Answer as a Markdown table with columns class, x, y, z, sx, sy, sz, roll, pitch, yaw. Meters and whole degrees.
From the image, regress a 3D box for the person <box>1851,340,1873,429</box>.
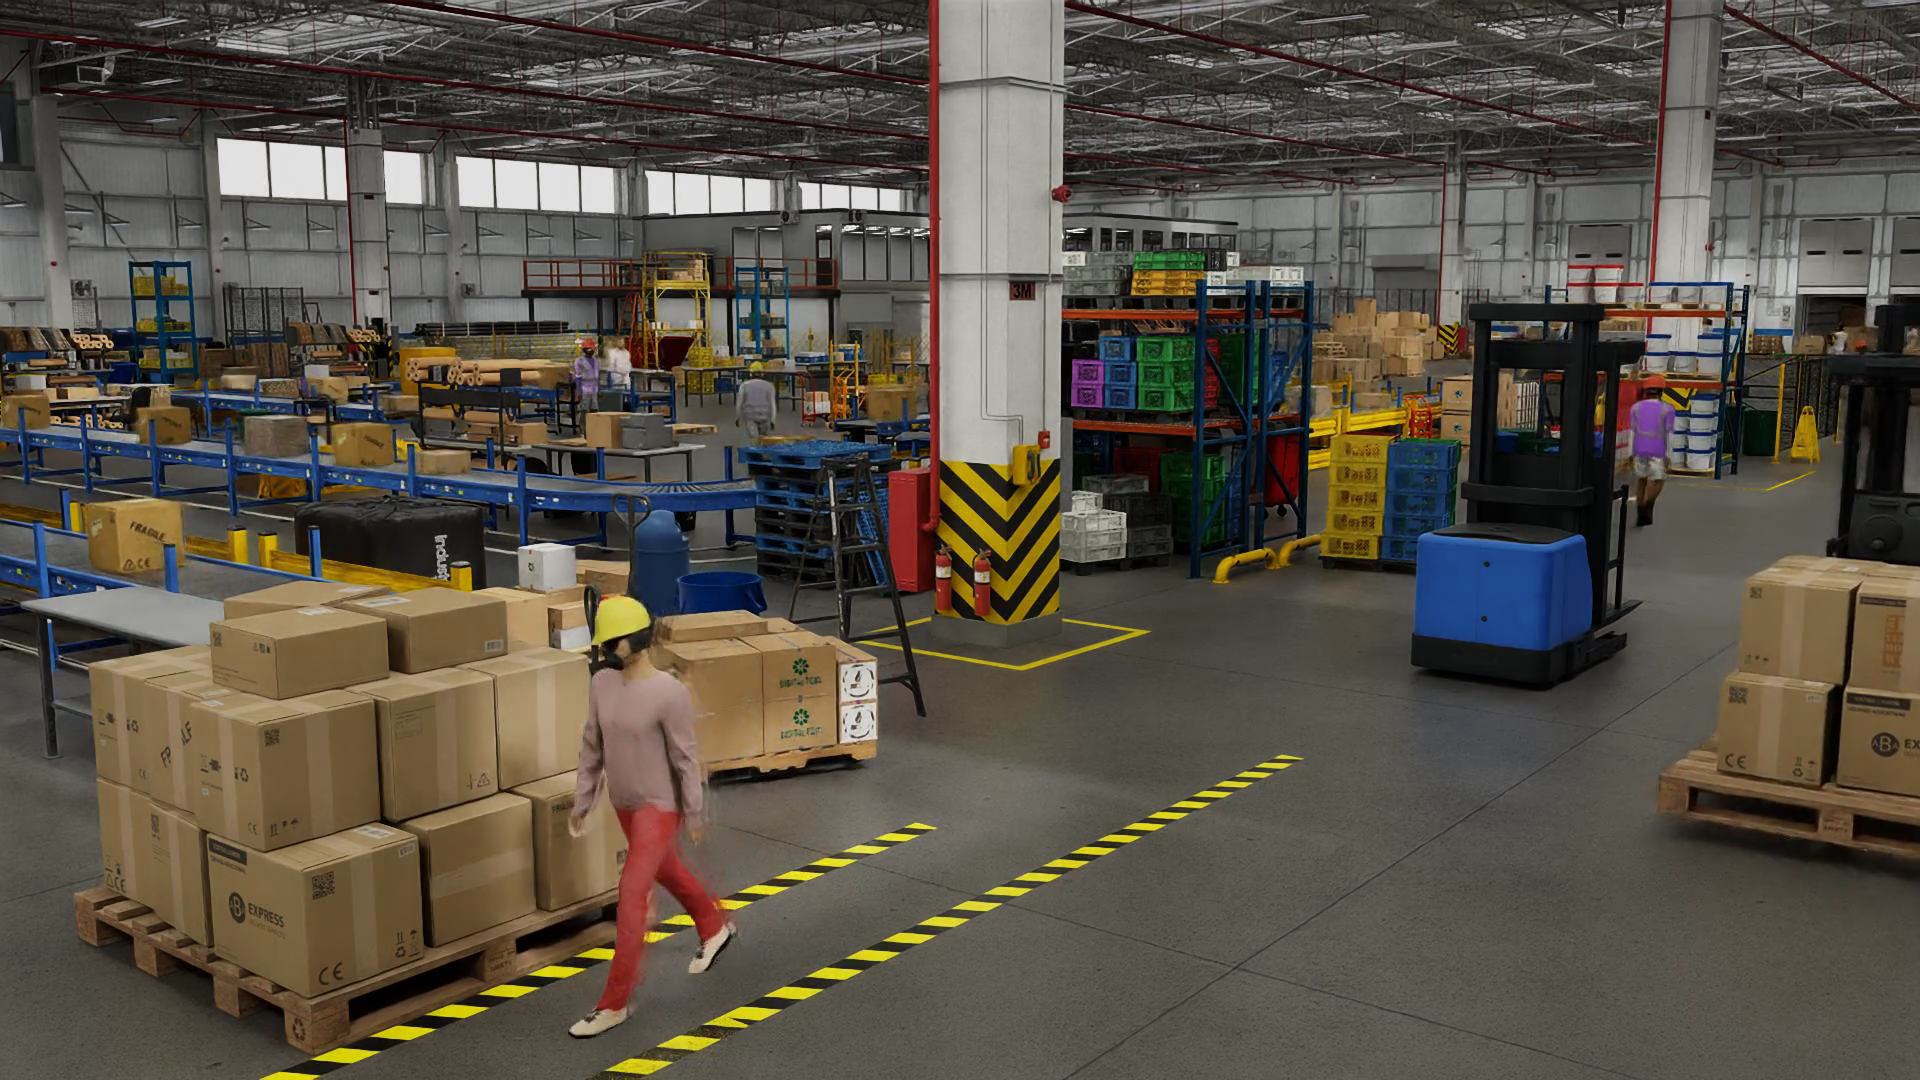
| class | x | y | z | sx | sy | sz | roll | pitch | yaw |
| --- | --- | --- | --- | --- | --- | --- | --- | --- | --- |
| person | 19.306 | -3.321 | 35.599 | 0.474 | 1.894 | 0.640 | 1 | 8 | 5 |

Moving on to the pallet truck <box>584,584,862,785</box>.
| class | x | y | z | sx | sy | sz | roll | pitch | yaw |
| --- | --- | --- | --- | --- | --- | --- | --- | --- | --- |
| pallet truck | -1.426 | 0.805 | 10.019 | 1.601 | 1.201 | 0.680 | -4 | 9 | -26 |

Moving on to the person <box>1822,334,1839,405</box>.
| class | x | y | z | sx | sy | sz | roll | pitch | yaw |
| --- | --- | --- | --- | --- | --- | --- | --- | --- | --- |
| person | 22.550 | -4.421 | 43.155 | 0.410 | 1.846 | 0.553 | 1 | 9 | 8 |

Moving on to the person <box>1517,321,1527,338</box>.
| class | x | y | z | sx | sy | sz | roll | pitch | yaw |
| --- | --- | --- | --- | --- | --- | --- | --- | --- | --- |
| person | 26.907 | -9.867 | 79.583 | 0.604 | 1.950 | 1.042 | -7 | 11 | -38 |

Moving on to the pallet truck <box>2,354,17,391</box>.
| class | x | y | z | sx | sy | sz | roll | pitch | yaw |
| --- | --- | --- | --- | --- | --- | --- | --- | --- | --- |
| pallet truck | -24.881 | -4.417 | 42.634 | 1.885 | 1.965 | 0.823 | 8 | 11 | 41 |

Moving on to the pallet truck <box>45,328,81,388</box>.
| class | x | y | z | sx | sy | sz | roll | pitch | yaw |
| --- | --- | --- | --- | --- | --- | --- | --- | --- | --- |
| pallet truck | -23.775 | -4.544 | 43.495 | 1.885 | 1.965 | 0.823 | 6 | 10 | 35 |

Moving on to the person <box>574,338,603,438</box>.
| class | x | y | z | sx | sy | sz | roll | pitch | yaw |
| --- | --- | --- | --- | --- | --- | --- | --- | --- | --- |
| person | -7.095 | -2.844 | 31.879 | 0.377 | 2.045 | 0.605 | 6 | 10 | 33 |

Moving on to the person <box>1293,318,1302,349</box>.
| class | x | y | z | sx | sy | sz | roll | pitch | yaw |
| --- | --- | --- | --- | --- | --- | --- | --- | --- | --- |
| person | 17.610 | -10.831 | 86.112 | 0.816 | 1.917 | 0.646 | 7 | 11 | 41 |

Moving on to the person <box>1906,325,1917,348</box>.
| class | x | y | z | sx | sy | sz | roll | pitch | yaw |
| --- | --- | --- | --- | --- | --- | --- | --- | --- | --- |
| person | 33.411 | -6.710 | 58.320 | 0.571 | 1.927 | 0.632 | 3 | 9 | 17 |

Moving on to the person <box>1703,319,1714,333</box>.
| class | x | y | z | sx | sy | sz | roll | pitch | yaw |
| --- | --- | --- | --- | --- | --- | --- | --- | --- | --- |
| person | 31.894 | -8.537 | 71.051 | 0.844 | 1.813 | 0.623 | 0 | 8 | 1 |

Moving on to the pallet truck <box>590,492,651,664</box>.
| class | x | y | z | sx | sy | sz | roll | pitch | yaw |
| --- | --- | --- | --- | --- | --- | --- | --- | --- | --- |
| pallet truck | -3.115 | 0.344 | 12.883 | 0.653 | 1.274 | 1.630 | 7 | 11 | 37 |

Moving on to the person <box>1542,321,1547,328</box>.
| class | x | y | z | sx | sy | sz | roll | pitch | yaw |
| --- | --- | --- | --- | --- | --- | --- | --- | --- | --- |
| person | 24.351 | -8.259 | 69.109 | 0.431 | 1.835 | 0.623 | -2 | 9 | -12 |

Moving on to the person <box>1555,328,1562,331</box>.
| class | x | y | z | sx | sy | sz | roll | pitch | yaw |
| --- | --- | --- | --- | --- | --- | --- | --- | --- | --- |
| person | 16.132 | -4.760 | 45.099 | 0.637 | 1.952 | 0.498 | -7 | 11 | -41 |

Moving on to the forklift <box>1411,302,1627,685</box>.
| class | x | y | z | sx | sy | sz | roll | pitch | yaw |
| --- | --- | --- | --- | --- | --- | --- | --- | --- | --- |
| forklift | 4.379 | -0.438 | 12.852 | 1.129 | 2.768 | 1.873 | 7 | 11 | 37 |

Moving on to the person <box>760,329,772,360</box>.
| class | x | y | z | sx | sy | sz | roll | pitch | yaw |
| --- | --- | --- | --- | --- | --- | --- | --- | --- | --- |
| person | -7.328 | -7.280 | 62.647 | 0.522 | 1.798 | 0.974 | -6 | 11 | -37 |

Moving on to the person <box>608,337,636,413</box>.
| class | x | y | z | sx | sy | sz | roll | pitch | yaw |
| --- | --- | --- | --- | --- | --- | --- | --- | --- | --- |
| person | -8.129 | -3.915 | 39.754 | 1.014 | 1.861 | 0.652 | 8 | 12 | 43 |

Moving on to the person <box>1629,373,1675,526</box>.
| class | x | y | z | sx | sy | sz | roll | pitch | yaw |
| --- | --- | --- | --- | --- | --- | --- | --- | --- | --- |
| person | 8.517 | -1.099 | 20.545 | 0.551 | 1.924 | 0.534 | 7 | 11 | 39 |

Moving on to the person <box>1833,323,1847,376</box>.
| class | x | y | z | sx | sy | sz | roll | pitch | yaw |
| --- | --- | --- | --- | --- | --- | --- | --- | --- | --- |
| person | 30.640 | -6.616 | 57.954 | 0.530 | 1.852 | 0.627 | -1 | 8 | -4 |

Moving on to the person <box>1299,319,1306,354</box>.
| class | x | y | z | sx | sy | sz | roll | pitch | yaw |
| --- | --- | --- | --- | --- | --- | --- | --- | --- | --- |
| person | 15.967 | -9.536 | 77.352 | 0.376 | 1.932 | 0.551 | -7 | 11 | -38 |

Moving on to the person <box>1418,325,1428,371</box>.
| class | x | y | z | sx | sy | sz | roll | pitch | yaw |
| --- | --- | --- | --- | --- | --- | --- | --- | --- | --- |
| person | 17.180 | -7.127 | 61.799 | 0.350 | 1.734 | 0.501 | -2 | 9 | -12 |

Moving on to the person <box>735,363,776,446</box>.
| class | x | y | z | sx | sy | sz | roll | pitch | yaw |
| --- | --- | --- | --- | --- | --- | --- | --- | --- | --- |
| person | -3.301 | -1.965 | 26.844 | 0.608 | 1.778 | 0.946 | -3 | 9 | -20 |

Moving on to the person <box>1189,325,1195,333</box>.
| class | x | y | z | sx | sy | sz | roll | pitch | yaw |
| --- | --- | --- | --- | --- | --- | --- | --- | --- | --- |
| person | 7.487 | -5.869 | 52.802 | 0.842 | 1.889 | 0.588 | 2 | 9 | 13 |

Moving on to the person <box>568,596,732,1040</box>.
| class | x | y | z | sx | sy | sz | roll | pitch | yaw |
| --- | --- | --- | --- | --- | --- | --- | --- | --- | --- |
| person | -1.245 | 1.049 | 6.767 | 0.514 | 1.708 | 0.956 | 6 | 11 | 37 |

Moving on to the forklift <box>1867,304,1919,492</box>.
| class | x | y | z | sx | sy | sz | roll | pitch | yaw |
| --- | --- | --- | --- | --- | --- | --- | --- | --- | --- |
| forklift | 6.301 | -0.111 | 10.645 | 1.129 | 2.768 | 1.873 | 6 | 11 | 37 |
